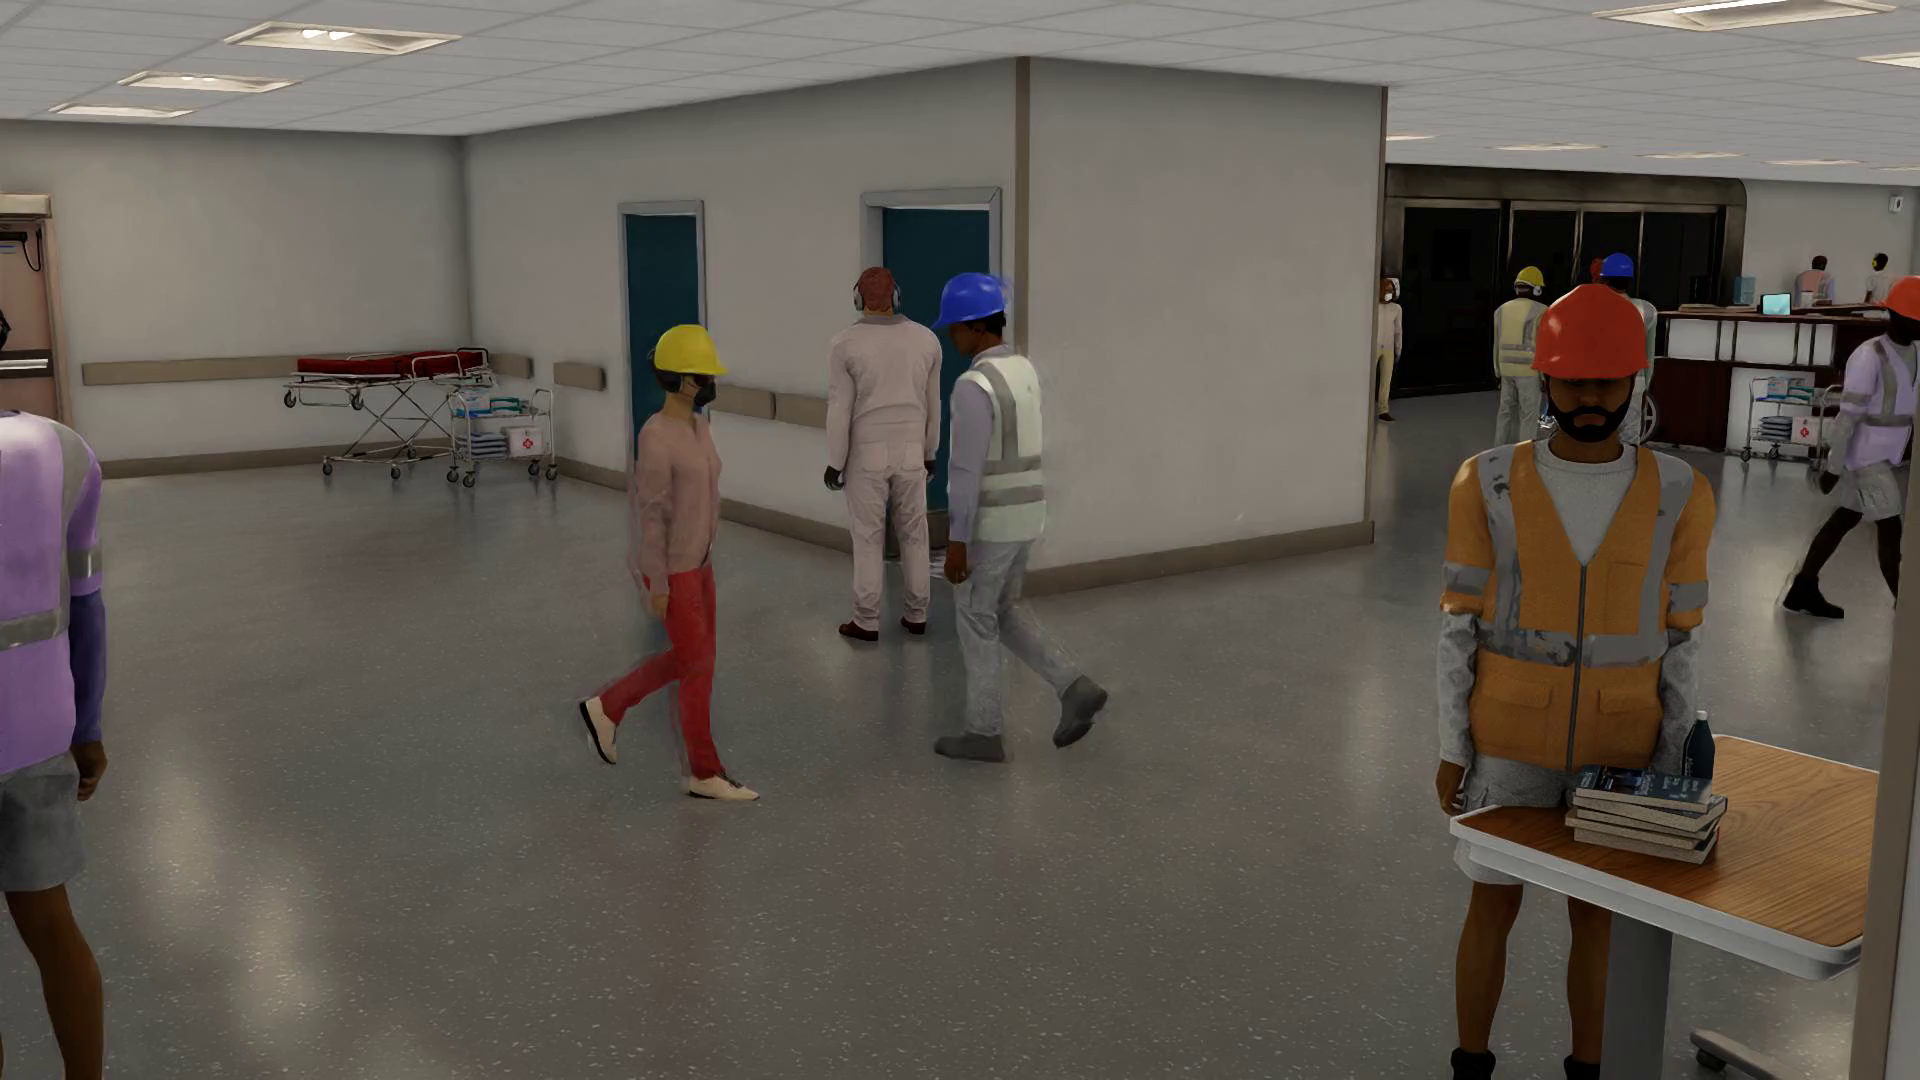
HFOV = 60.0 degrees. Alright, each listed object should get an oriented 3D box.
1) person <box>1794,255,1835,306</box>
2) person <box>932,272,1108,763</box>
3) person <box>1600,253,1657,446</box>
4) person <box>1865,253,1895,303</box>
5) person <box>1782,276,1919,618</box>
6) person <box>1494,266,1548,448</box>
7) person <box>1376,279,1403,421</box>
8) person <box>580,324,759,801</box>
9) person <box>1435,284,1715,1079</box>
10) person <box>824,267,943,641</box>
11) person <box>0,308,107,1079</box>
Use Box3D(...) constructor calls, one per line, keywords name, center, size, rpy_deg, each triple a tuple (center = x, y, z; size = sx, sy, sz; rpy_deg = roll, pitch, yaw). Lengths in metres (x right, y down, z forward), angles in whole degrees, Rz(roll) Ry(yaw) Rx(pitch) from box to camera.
Box3D(name="person", center=(13.910, -3.710, 27.092), size=(0.431, 1.832, 0.643), rpy_deg=(-8, 13, -39))
Box3D(name="person", center=(0.201, -0.067, 6.424), size=(0.626, 1.913, 0.657), rpy_deg=(4, 11, 23))
Box3D(name="person", center=(4.777, -1.114, 12.181), size=(0.602, 1.949, 0.392), rpy_deg=(-1, 10, -8))
Box3D(name="person", center=(14.554, -3.617, 26.456), size=(0.585, 1.860, 0.339), rpy_deg=(-2, 10, -11))
Box3D(name="person", center=(4.799, -0.440, 8.665), size=(0.689, 1.869, 0.972), rpy_deg=(-8, 13, -37))
Box3D(name="person", center=(4.965, -1.489, 14.657), size=(0.403, 1.822, 0.592), rpy_deg=(-6, 12, -29))
Box3D(name="person", center=(4.783, -2.148, 18.893), size=(0.504, 1.627, 0.286), rpy_deg=(-2, 10, -12))
Box3D(name="person", center=(-1.080, 0.089, 6.025), size=(0.650, 1.748, 0.520), rpy_deg=(2, 10, 12))
Box3D(name="person", center=(1.297, 0.430, 3.567), size=(0.542, 1.938, 0.357), rpy_deg=(2, 10, 12))
Box3D(name="person", center=(-0.405, -0.436, 8.520), size=(0.636, 1.903, 0.404), rpy_deg=(-5, 11, -27))
Box3D(name="person", center=(-2.042, 0.410, 3.428), size=(0.404, 2.030, 0.613), rpy_deg=(3, 11, 18))
